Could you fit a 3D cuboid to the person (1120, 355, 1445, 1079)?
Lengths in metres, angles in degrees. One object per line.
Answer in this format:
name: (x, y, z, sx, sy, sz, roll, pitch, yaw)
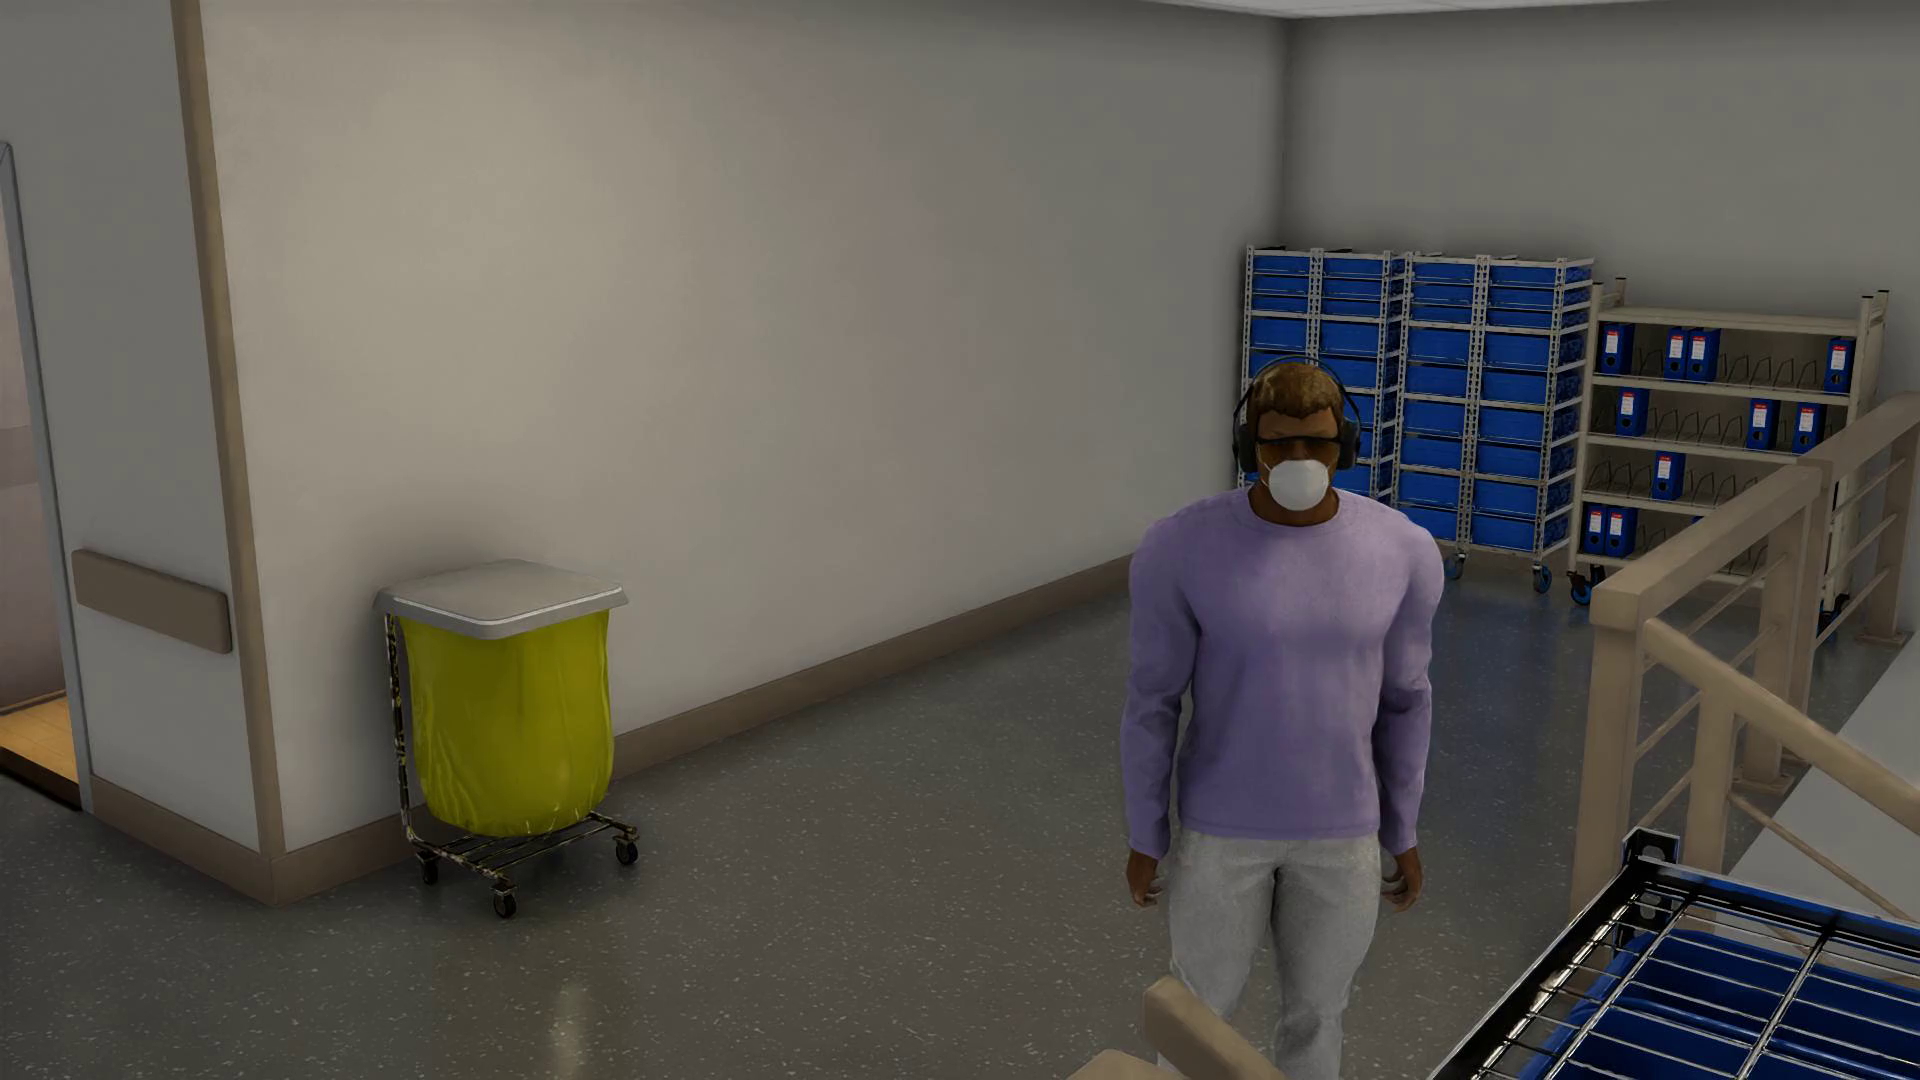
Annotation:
person: (0.640, 0.587, 3.389, 0.635, 1.937, 0.353, 0, 13, -2)
